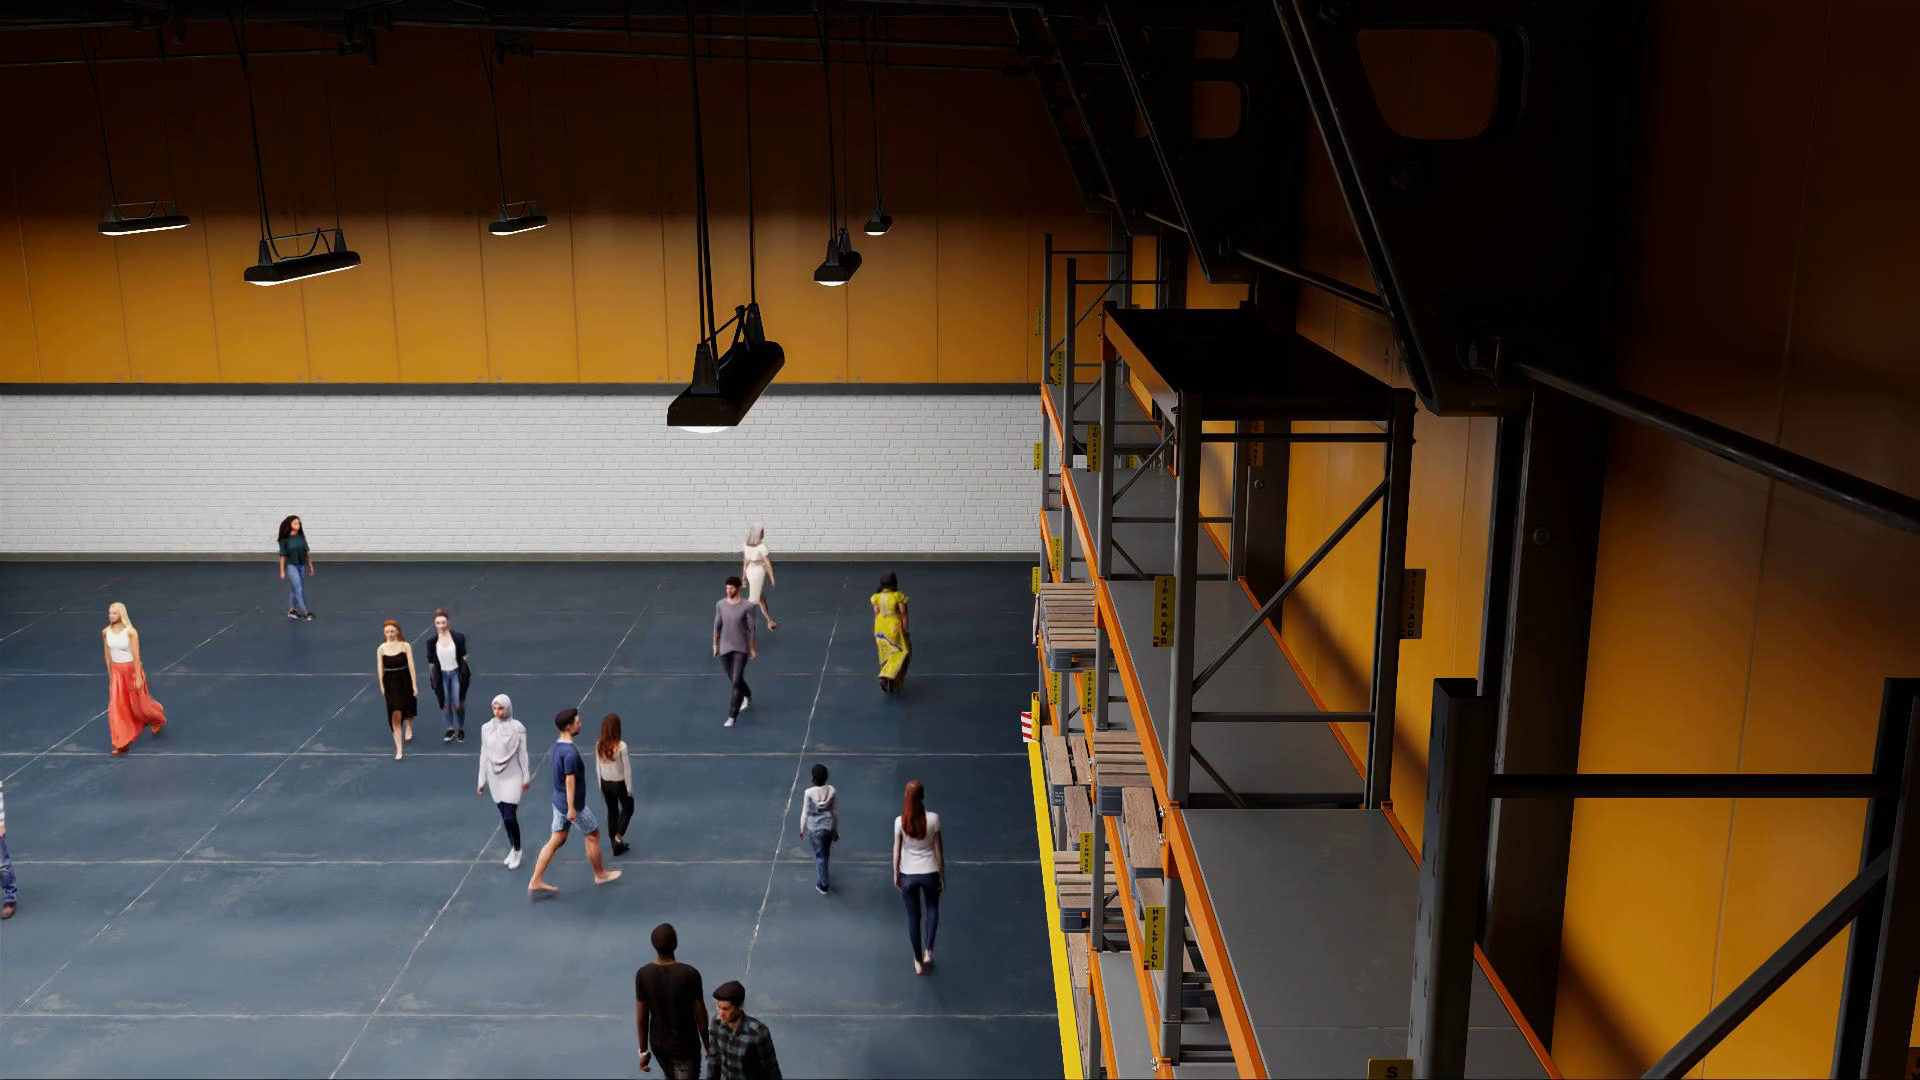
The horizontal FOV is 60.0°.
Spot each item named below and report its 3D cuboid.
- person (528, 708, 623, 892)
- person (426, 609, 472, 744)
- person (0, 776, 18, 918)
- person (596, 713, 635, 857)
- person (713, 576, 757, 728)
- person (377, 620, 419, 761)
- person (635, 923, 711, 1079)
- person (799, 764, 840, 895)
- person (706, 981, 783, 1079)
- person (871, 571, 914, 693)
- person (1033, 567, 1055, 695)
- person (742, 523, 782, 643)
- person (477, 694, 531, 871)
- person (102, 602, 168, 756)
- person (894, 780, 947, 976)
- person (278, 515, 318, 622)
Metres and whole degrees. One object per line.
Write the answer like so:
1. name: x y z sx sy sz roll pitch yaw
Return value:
1. person: -3.786 2.514 15.765 1.110 1.806 1.163 -9 16 -33
2. person: -6.062 1.617 19.797 0.720 1.651 0.790 -3 14 -11
3. person: -9.038 2.593 15.350 0.648 1.847 0.537 -1 14 -3
4. person: -3.480 2.474 16.622 0.628 1.480 0.633 5 14 19
5. person: -2.750 1.334 20.609 0.956 1.820 1.239 5 14 20
6. person: -6.579 1.709 19.541 0.786 1.594 1.106 -4 14 -18
7. person: -2.010 3.555 11.520 0.845 1.781 1.186 3 14 14
8. person: -1.314 2.776 15.889 0.686 1.238 0.853 -6 15 -25
9. person: -1.440 3.787 11.556 1.109 1.676 1.222 9 16 33
10. person: -0.914 1.221 21.447 0.959 1.645 1.081 7 15 27
11. person: 1.170 1.179 21.417 0.680 1.740 0.699 8 16 31
12. person: -2.961 0.651 23.689 1.029 1.696 1.150 11 17 38
13. person: -4.469 2.358 16.498 0.686 1.764 0.690 4 14 15
14. person: -9.769 1.594 19.641 0.756 1.770 1.196 2 14 8
15. person: -0.343 2.924 14.237 0.609 1.729 0.592 -1 14 -4
16. person: -9.986 0.422 24.864 0.966 1.589 0.994 9 16 31
